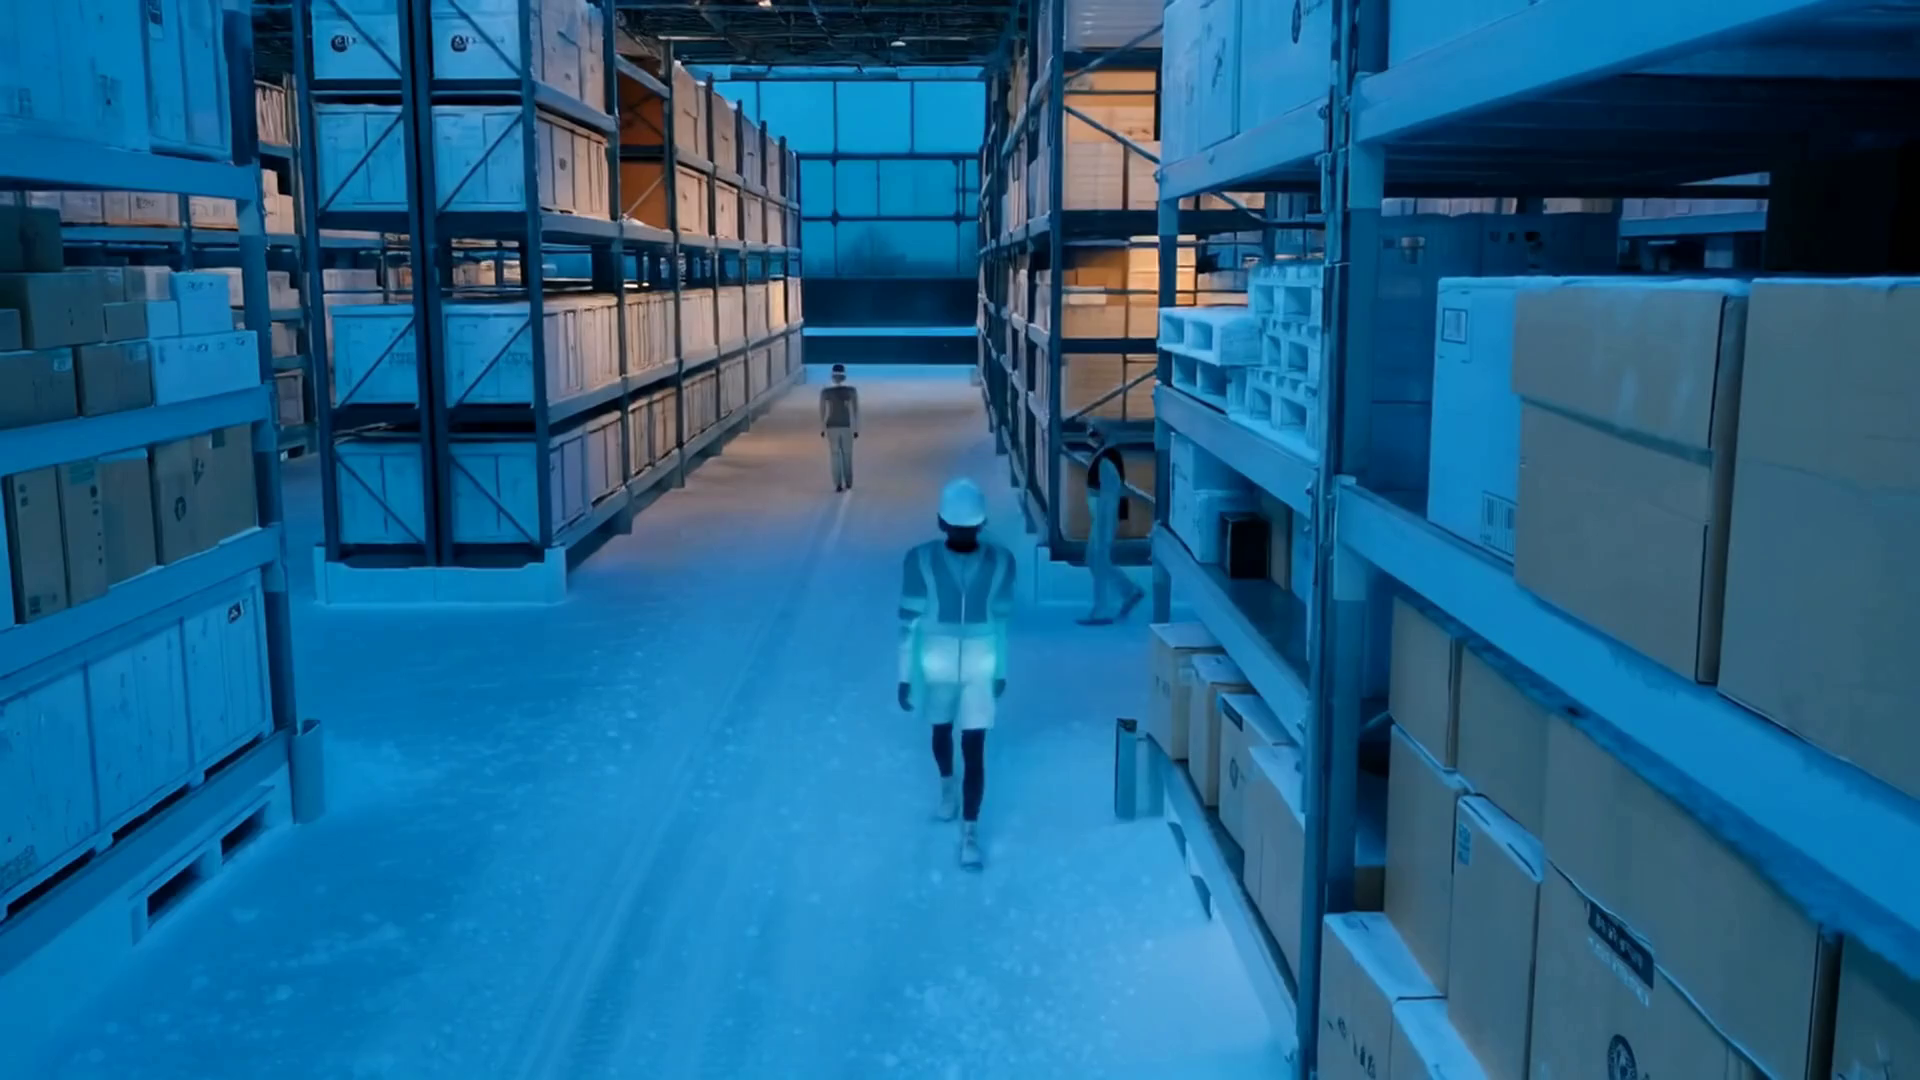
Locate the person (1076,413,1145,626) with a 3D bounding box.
[{"bbox_3d":[1.272,-0.169,14.117,0.505,1.826,0.577,0,9,0],"label":"person"}]

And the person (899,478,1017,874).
[{"bbox_3d":[-0.015,0.638,8.734,0.625,1.993,1.085,-1,9,-3],"label":"person"}]

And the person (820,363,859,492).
[{"bbox_3d":[-1.642,-1.546,22.778,0.547,1.741,0.711,0,9,0],"label":"person"}]
